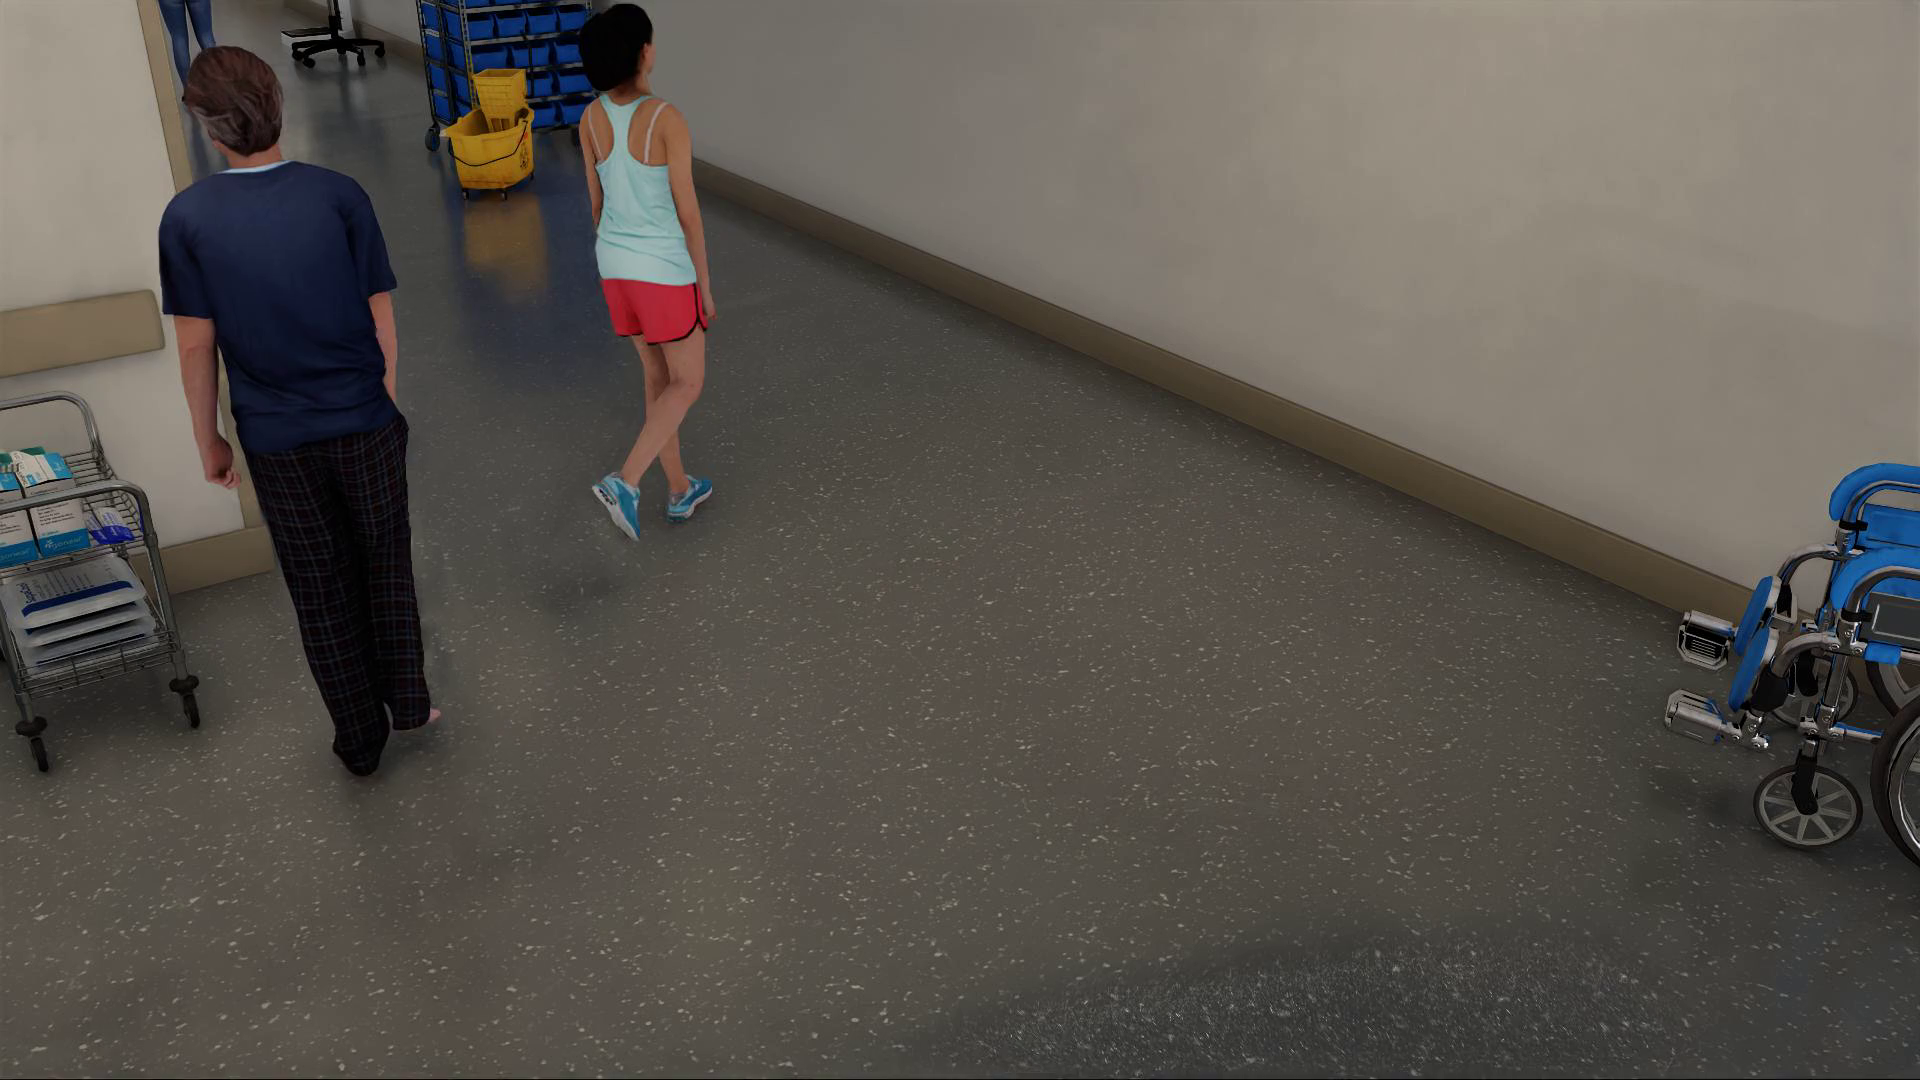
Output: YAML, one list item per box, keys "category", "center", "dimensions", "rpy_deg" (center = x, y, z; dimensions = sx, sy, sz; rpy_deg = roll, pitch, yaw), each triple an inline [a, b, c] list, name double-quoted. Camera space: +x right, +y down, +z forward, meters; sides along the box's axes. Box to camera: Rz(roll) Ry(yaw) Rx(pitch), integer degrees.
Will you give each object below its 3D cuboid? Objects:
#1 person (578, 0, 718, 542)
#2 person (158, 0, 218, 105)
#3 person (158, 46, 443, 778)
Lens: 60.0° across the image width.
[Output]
- category: "person"
  center: [-1.045, -0.800, 5.384]
  dimensions: [0.885, 1.748, 1.071]
  rpy_deg: [12, 28, 24]
- category: "person"
  center: [-5.718, -4.065, 12.217]
  dimensions: [0.553, 1.692, 0.727]
  rpy_deg: [-11, 28, -21]
- category: "person"
  center: [-1.564, -0.231, 4.089]
  dimensions: [0.648, 1.846, 0.799]
  rpy_deg: [-10, 27, -20]
